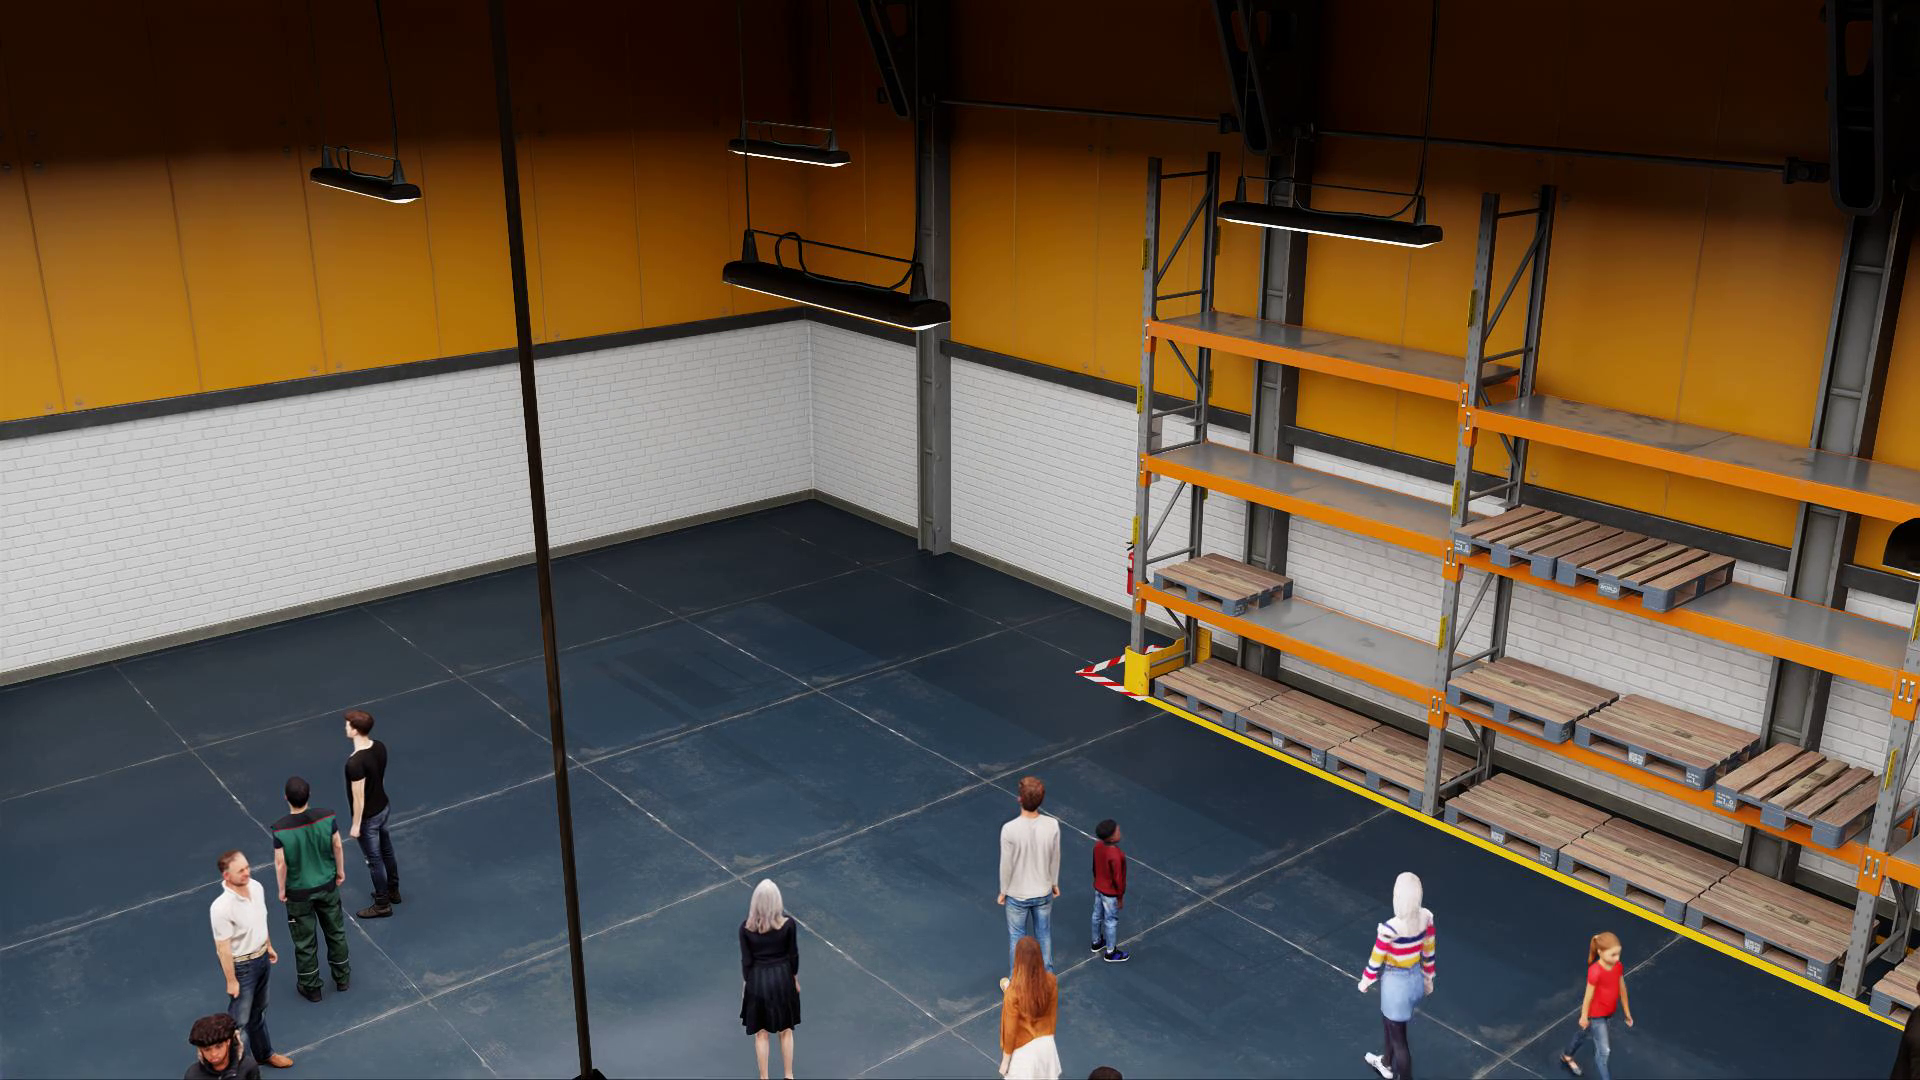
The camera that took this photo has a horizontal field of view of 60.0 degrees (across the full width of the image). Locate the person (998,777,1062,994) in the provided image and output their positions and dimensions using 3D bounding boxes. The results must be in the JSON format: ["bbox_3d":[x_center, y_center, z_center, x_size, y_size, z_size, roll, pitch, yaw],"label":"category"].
[{"bbox_3d":[0.552,2.753,13.107,0.743,1.905,0.734,-5,19,-14],"label":"person"}]

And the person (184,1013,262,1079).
[{"bbox_3d":[-4.555,3.736,10.385,0.666,1.779,0.638,-11,21,-29],"label":"person"}]

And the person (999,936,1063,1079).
[{"bbox_3d":[0.489,3.468,11.271,0.624,1.722,0.585,-13,22,-33],"label":"person"}]

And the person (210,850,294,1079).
[{"bbox_3d":[-5.240,3.096,12.166,0.771,1.856,0.754,5,19,15],"label":"person"}]

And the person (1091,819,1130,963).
[{"bbox_3d":[1.222,2.877,13.757,0.595,1.256,0.467,-11,21,-29],"label":"person"}]

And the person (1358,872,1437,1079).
[{"bbox_3d":[3.209,3.243,11.835,0.703,1.787,0.847,-13,22,-33],"label":"person"}]

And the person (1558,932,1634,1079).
[{"bbox_3d":[4.618,3.412,12.129,0.530,1.279,0.912,-12,22,-31],"label":"person"}]

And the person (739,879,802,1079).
[{"bbox_3d":[-1.360,3.223,11.960,0.693,1.747,0.711,-4,19,-11],"label":"person"}]

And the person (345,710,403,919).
[{"bbox_3d":[-5.072,2.343,14.337,0.805,1.897,0.749,2,19,6],"label":"person"}]

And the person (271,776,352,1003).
[{"bbox_3d":[-5.134,2.736,13.163,0.658,1.901,0.552,-15,23,-37],"label":"person"}]
